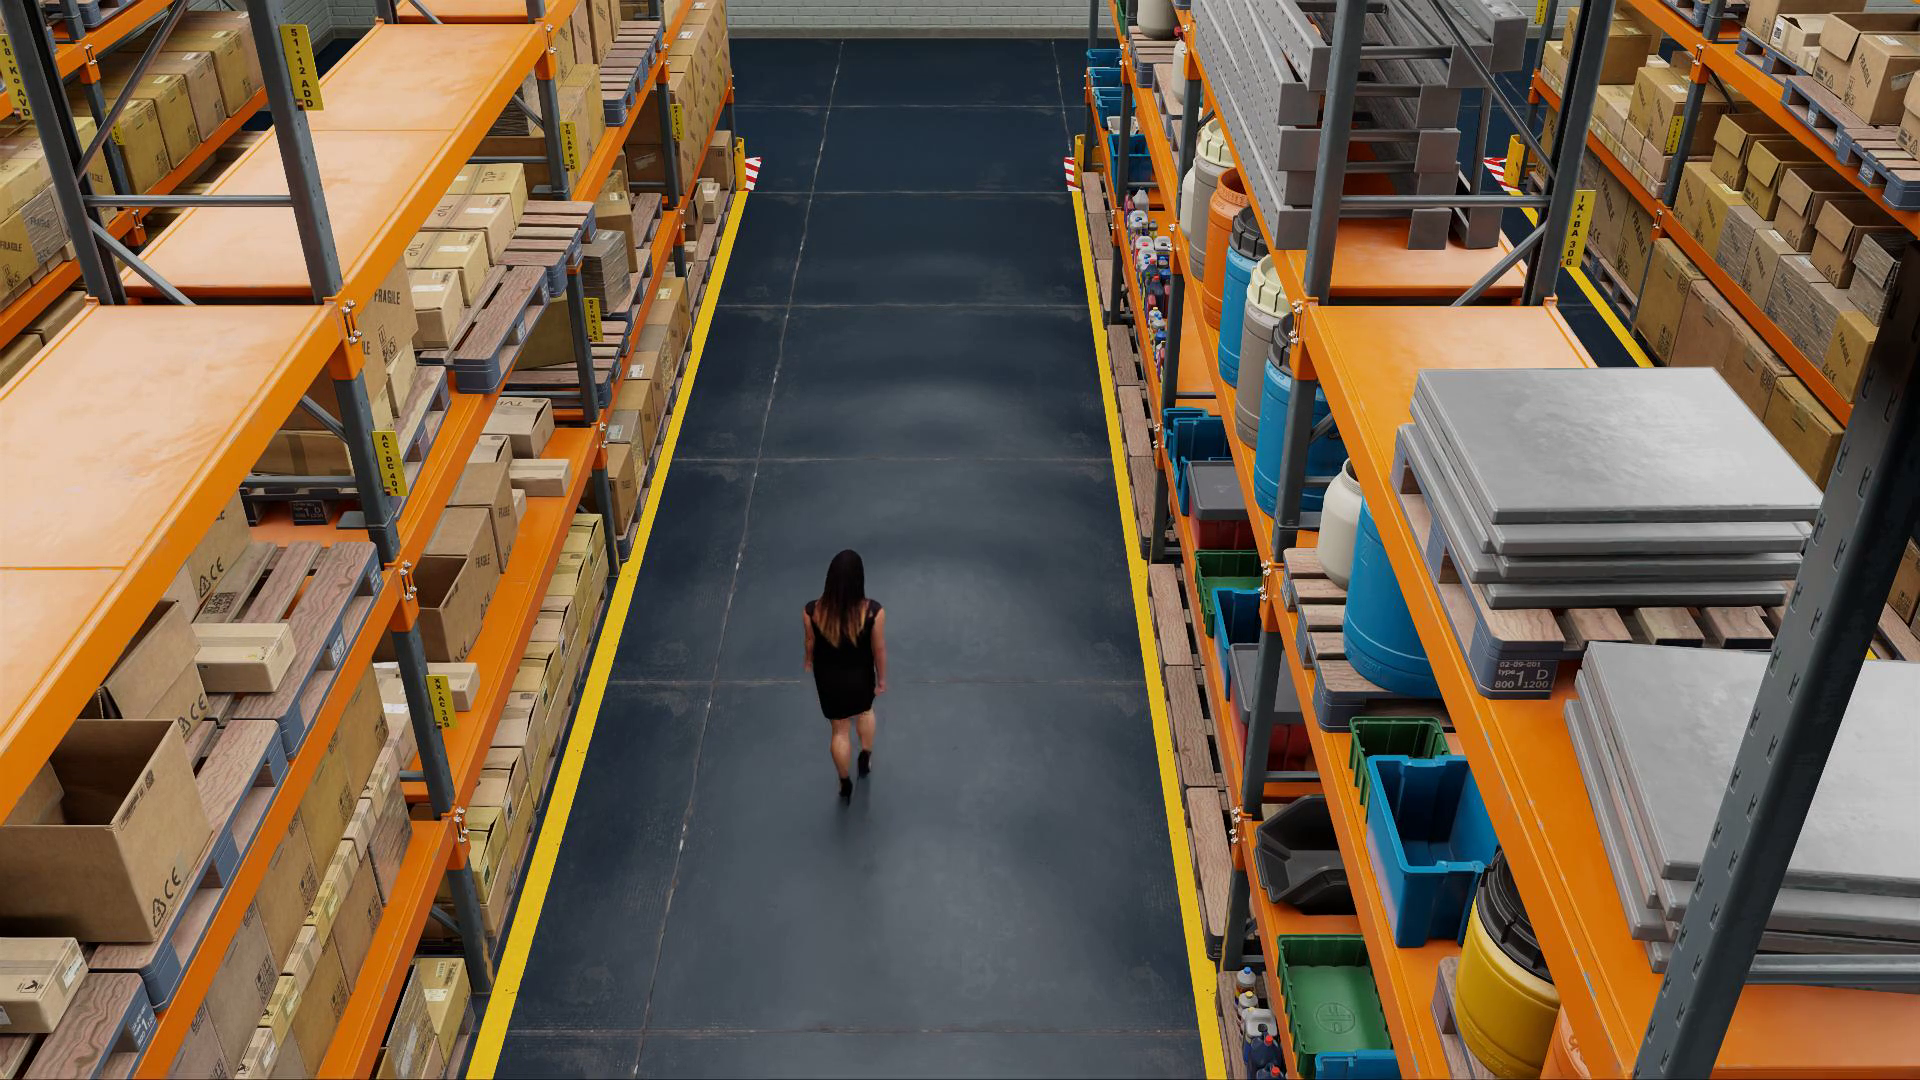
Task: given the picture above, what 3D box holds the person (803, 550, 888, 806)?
[{"bbox_3d":[-0.676,0.882,9.877,0.670,1.696,0.658,-3,33,-4],"label":"person"}]
